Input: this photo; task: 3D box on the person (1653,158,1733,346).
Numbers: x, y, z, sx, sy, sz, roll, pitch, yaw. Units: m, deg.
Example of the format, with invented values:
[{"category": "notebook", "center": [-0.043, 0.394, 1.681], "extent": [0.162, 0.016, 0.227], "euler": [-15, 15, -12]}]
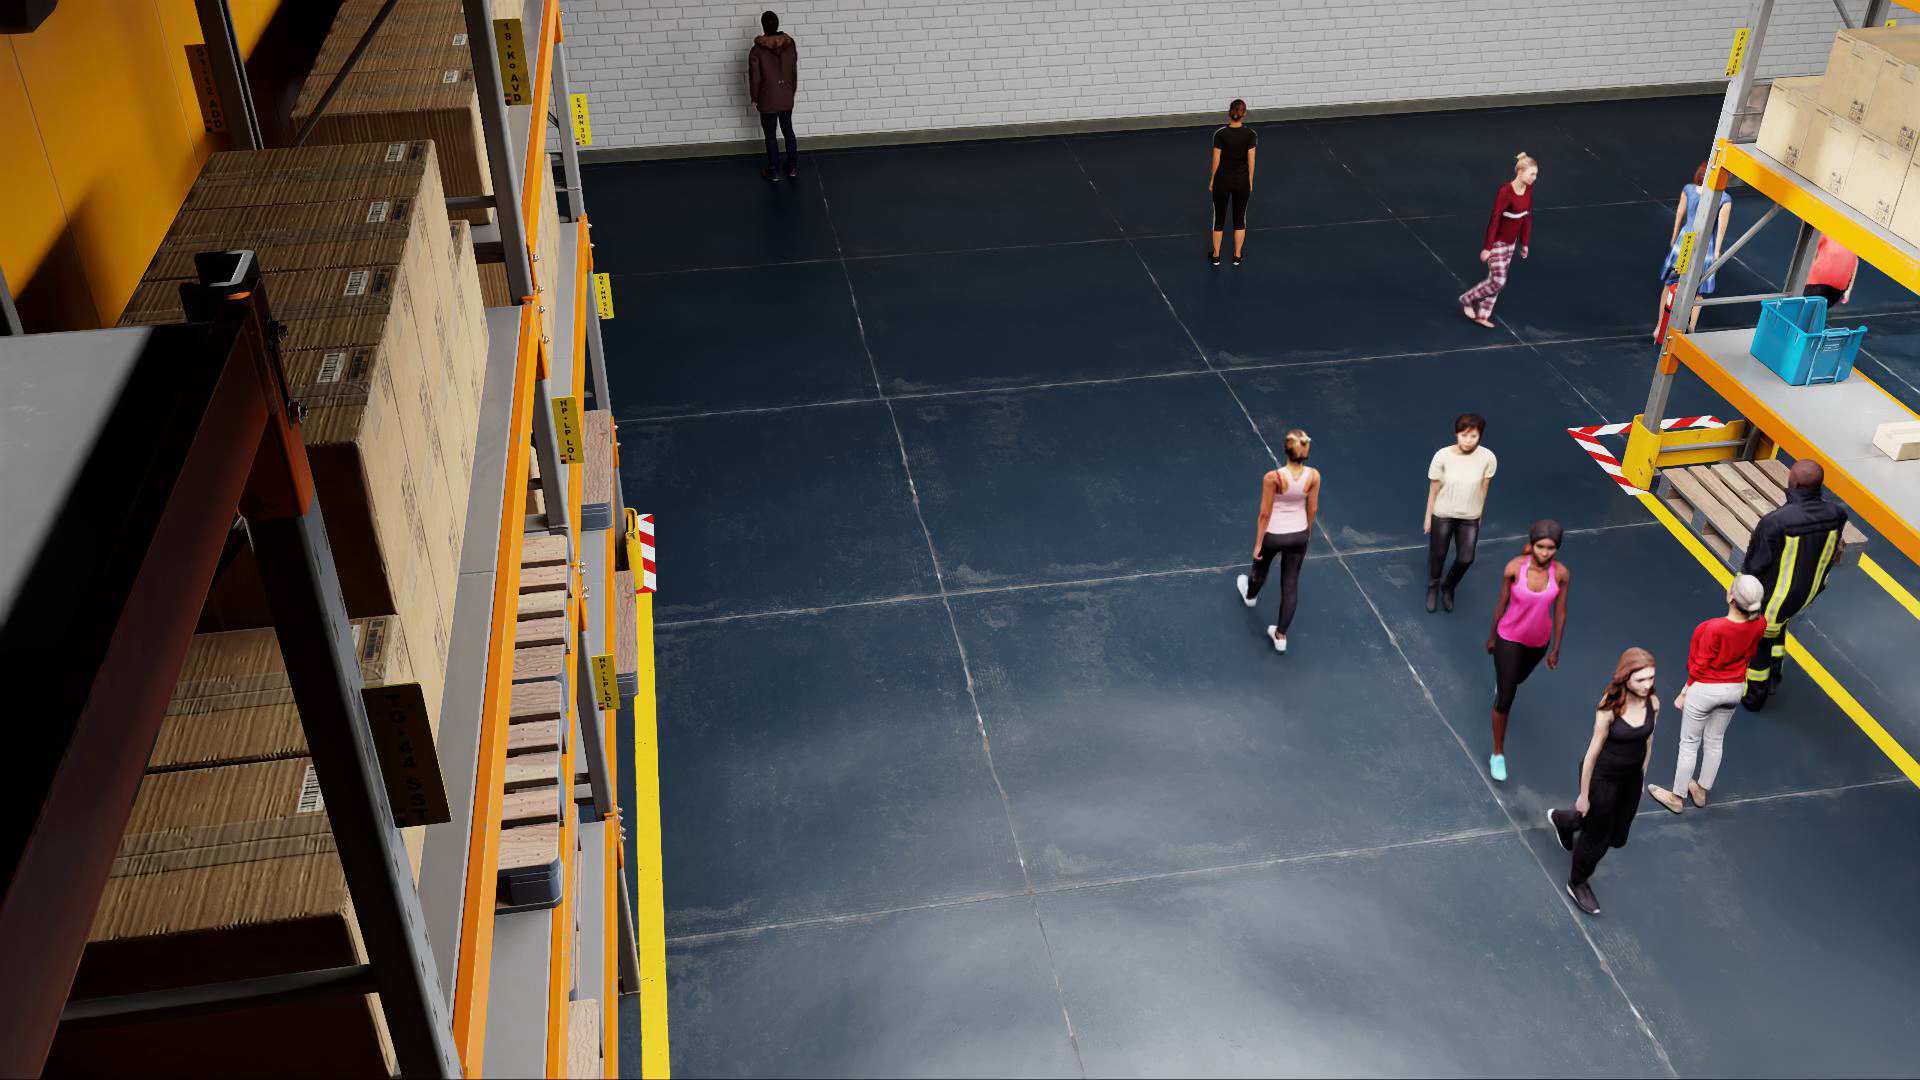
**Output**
[{"category": "person", "center": [6.558, -2.554, 14.864], "extent": [0.821, 1.808, 0.705], "euler": [-26, 41, -33]}]

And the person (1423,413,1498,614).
[{"category": "person", "center": [3.430, -0.206, 11.541], "extent": [0.675, 1.575, 0.675], "euler": [6, 34, 9]}]

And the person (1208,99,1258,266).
[{"category": "person", "center": [2.689, -3.549, 16.486], "extent": [0.620, 1.668, 0.561], "euler": [1, 34, 2]}]

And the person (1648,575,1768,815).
[{"category": "person", "center": [4.427, 0.901, 9.769], "extent": [0.553, 1.693, 0.552], "euler": [-8, 34, -11]}]

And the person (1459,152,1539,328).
[{"category": "person", "center": [4.917, -2.780, 15.307], "extent": [0.787, 1.692, 0.844], "euler": [-23, 40, -31]}]

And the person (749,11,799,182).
[{"category": "person", "center": [-2.037, -4.903, 18.362], "extent": [0.861, 1.848, 0.847], "euler": [-21, 39, -28]}]

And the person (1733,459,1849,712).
[{"category": "person", "center": [5.246, 0.328, 10.526], "extent": [0.728, 1.808, 0.715], "euler": [-5, 34, -8]}]

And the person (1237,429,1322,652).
[{"category": "person", "center": [2.192, 0.030, 11.151], "extent": [0.653, 1.615, 0.987], "euler": [-3, 34, -4]}]

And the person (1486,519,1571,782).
[{"category": "person", "center": [3.472, 0.574, 10.266], "extent": [0.838, 1.687, 1.181], "euler": [6, 34, 9]}]

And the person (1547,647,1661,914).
[{"category": "person", "center": [3.541, 1.259, 9.195], "extent": [0.689, 1.732, 0.878], "euler": [-12, 35, -17]}]
